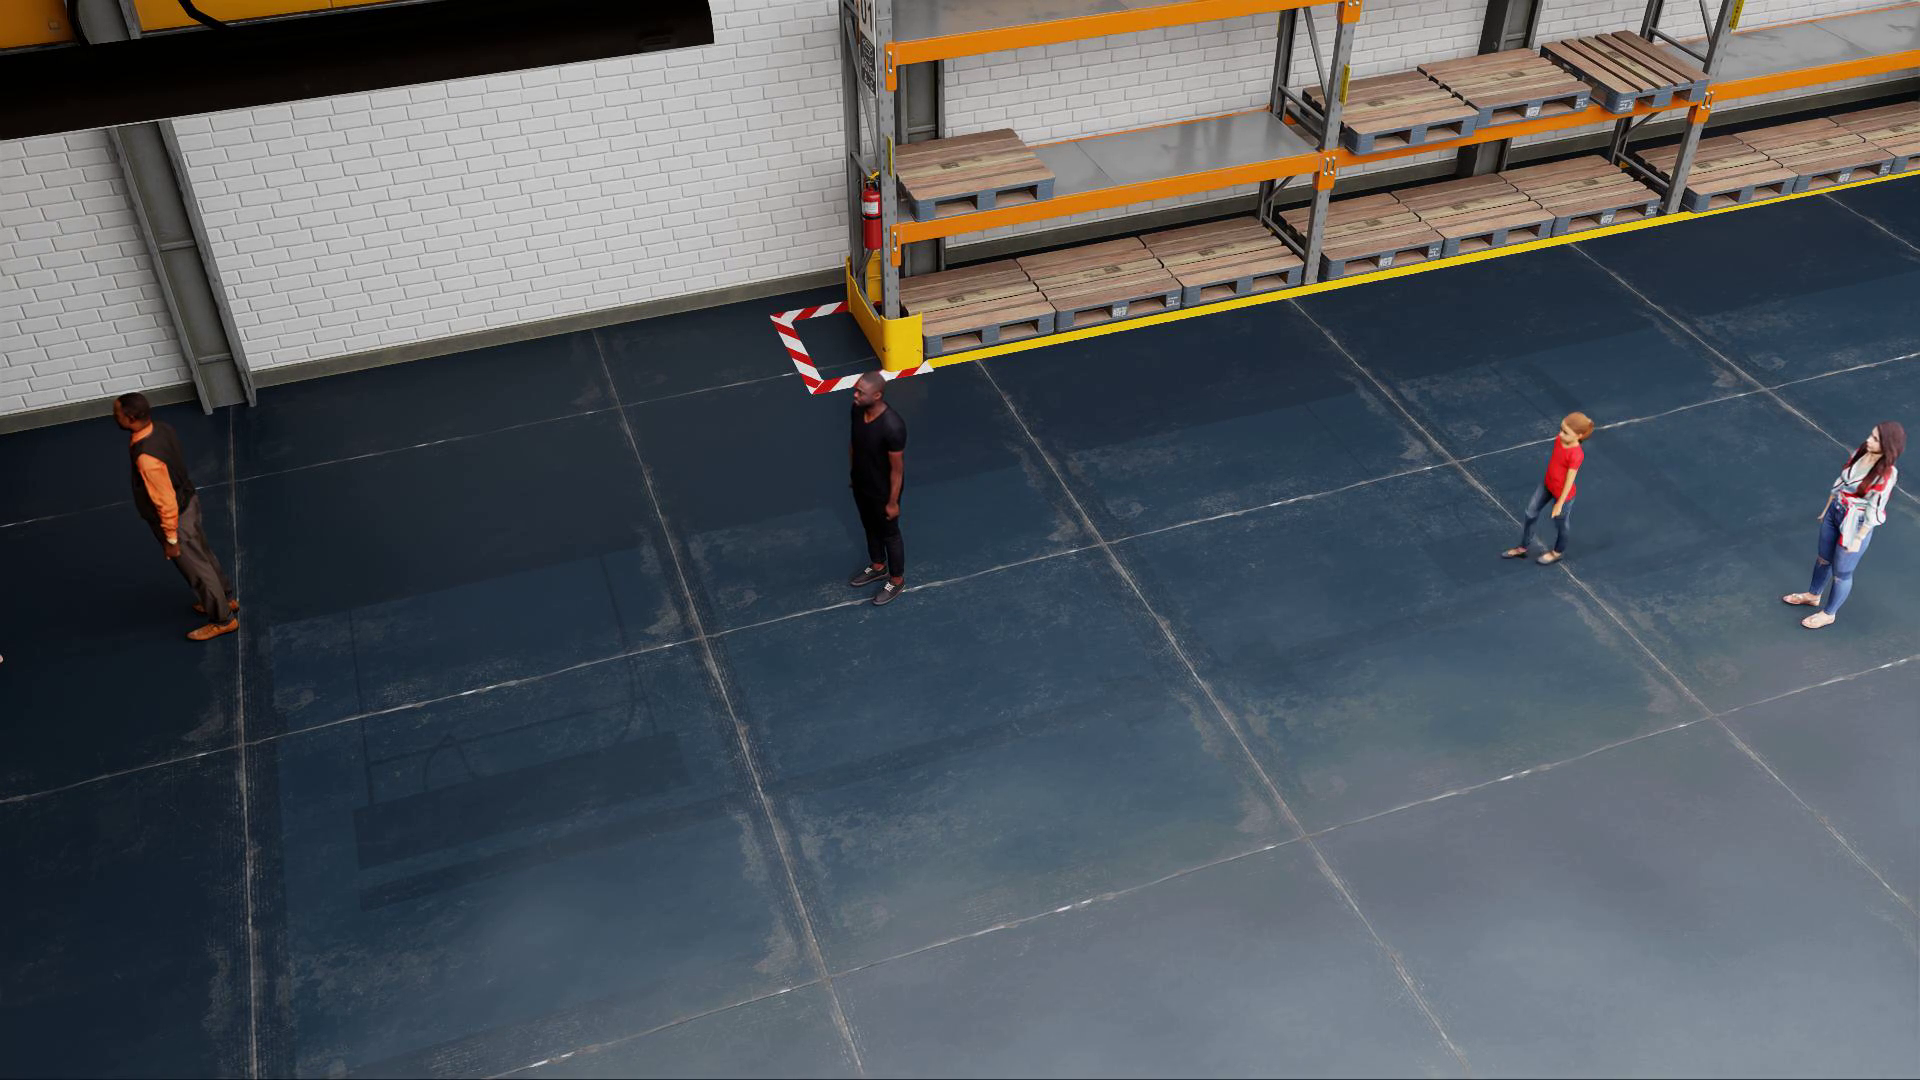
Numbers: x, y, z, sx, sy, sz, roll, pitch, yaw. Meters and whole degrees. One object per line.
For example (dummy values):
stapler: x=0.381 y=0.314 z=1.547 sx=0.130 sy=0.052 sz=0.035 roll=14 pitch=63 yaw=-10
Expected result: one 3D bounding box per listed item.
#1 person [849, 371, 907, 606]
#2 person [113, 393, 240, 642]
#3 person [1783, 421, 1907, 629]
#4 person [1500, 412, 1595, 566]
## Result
person: x=-0.551 y=-0.369 z=11.247 sx=0.666 sy=1.819 sz=0.730 roll=-27 pitch=46 yaw=-29
person: x=-5.132 y=-0.164 z=10.920 sx=0.639 sy=1.907 sz=0.715 roll=-8 pitch=39 yaw=-10
person: x=5.937 y=-0.113 z=11.091 sx=0.579 sy=1.612 sz=0.641 roll=-4 pitch=39 yaw=-5
person: x=4.255 y=-0.358 z=11.650 sx=0.706 sy=1.299 sz=0.554 roll=-7 pitch=39 yaw=-9
